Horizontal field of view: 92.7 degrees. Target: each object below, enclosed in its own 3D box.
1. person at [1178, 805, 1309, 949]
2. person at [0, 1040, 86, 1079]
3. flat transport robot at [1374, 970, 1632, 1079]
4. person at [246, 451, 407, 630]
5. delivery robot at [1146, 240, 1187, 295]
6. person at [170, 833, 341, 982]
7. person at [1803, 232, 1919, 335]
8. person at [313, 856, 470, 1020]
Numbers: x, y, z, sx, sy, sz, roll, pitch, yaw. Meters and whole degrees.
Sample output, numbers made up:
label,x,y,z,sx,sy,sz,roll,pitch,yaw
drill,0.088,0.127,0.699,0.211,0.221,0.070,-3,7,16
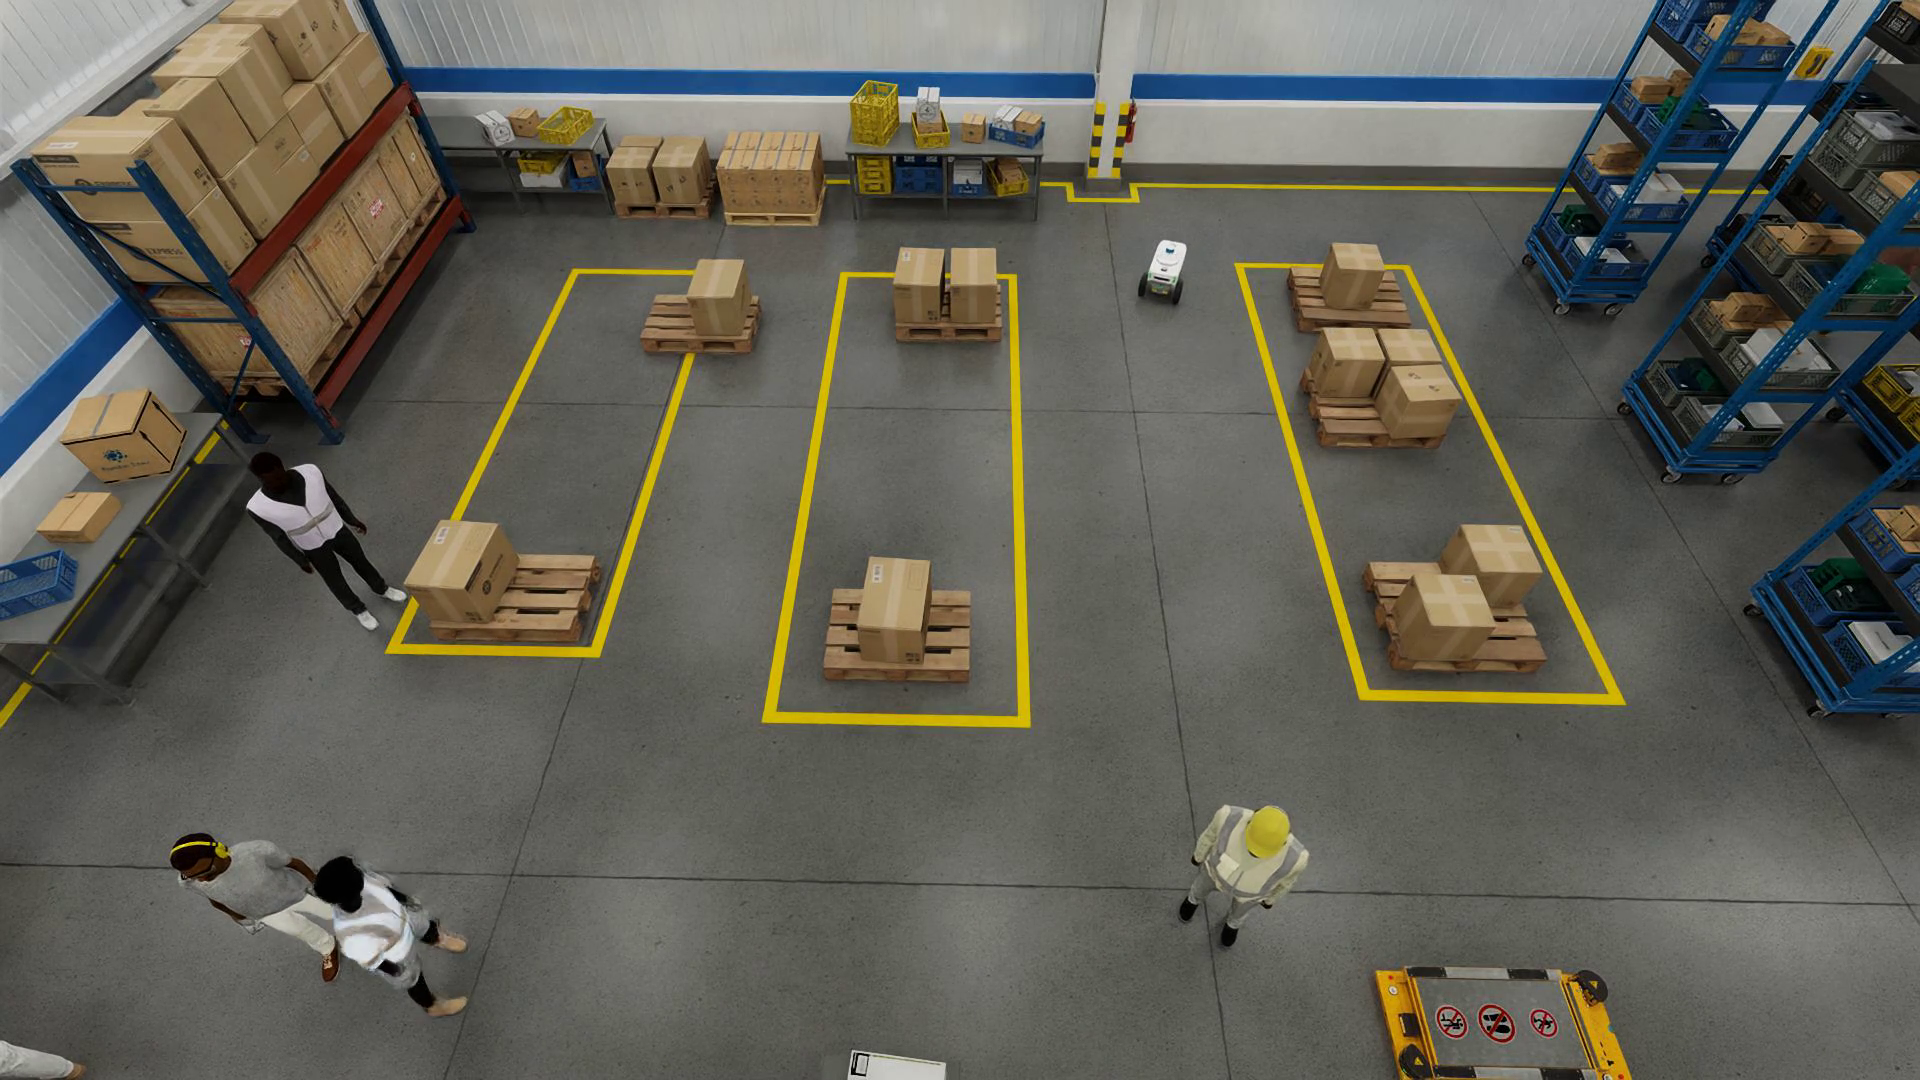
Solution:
label,x,y,z,sx,sy,sz,roll,pitch,yaw
person,1.743,2.099,5.763,0.591,1.823,0.403,28,56,21
person,-5.715,2.959,5.053,0.428,1.837,0.631,-6,51,-5
flat transport robot,3.501,3.133,5.914,1.431,0.197,0.652,1,51,1
person,-5.165,-0.027,7.437,0.395,1.917,0.590,22,54,17
delivery robot,2.464,-3.275,10.898,0.477,0.478,0.707,16,53,12
person,-4.164,2.230,5.625,0.516,1.873,0.329,-23,54,-18
person,9.592,-2.835,9.689,0.744,1.971,0.638,-35,59,-25
person,-3.466,2.433,5.591,0.333,1.669,0.559,-15,52,-12
